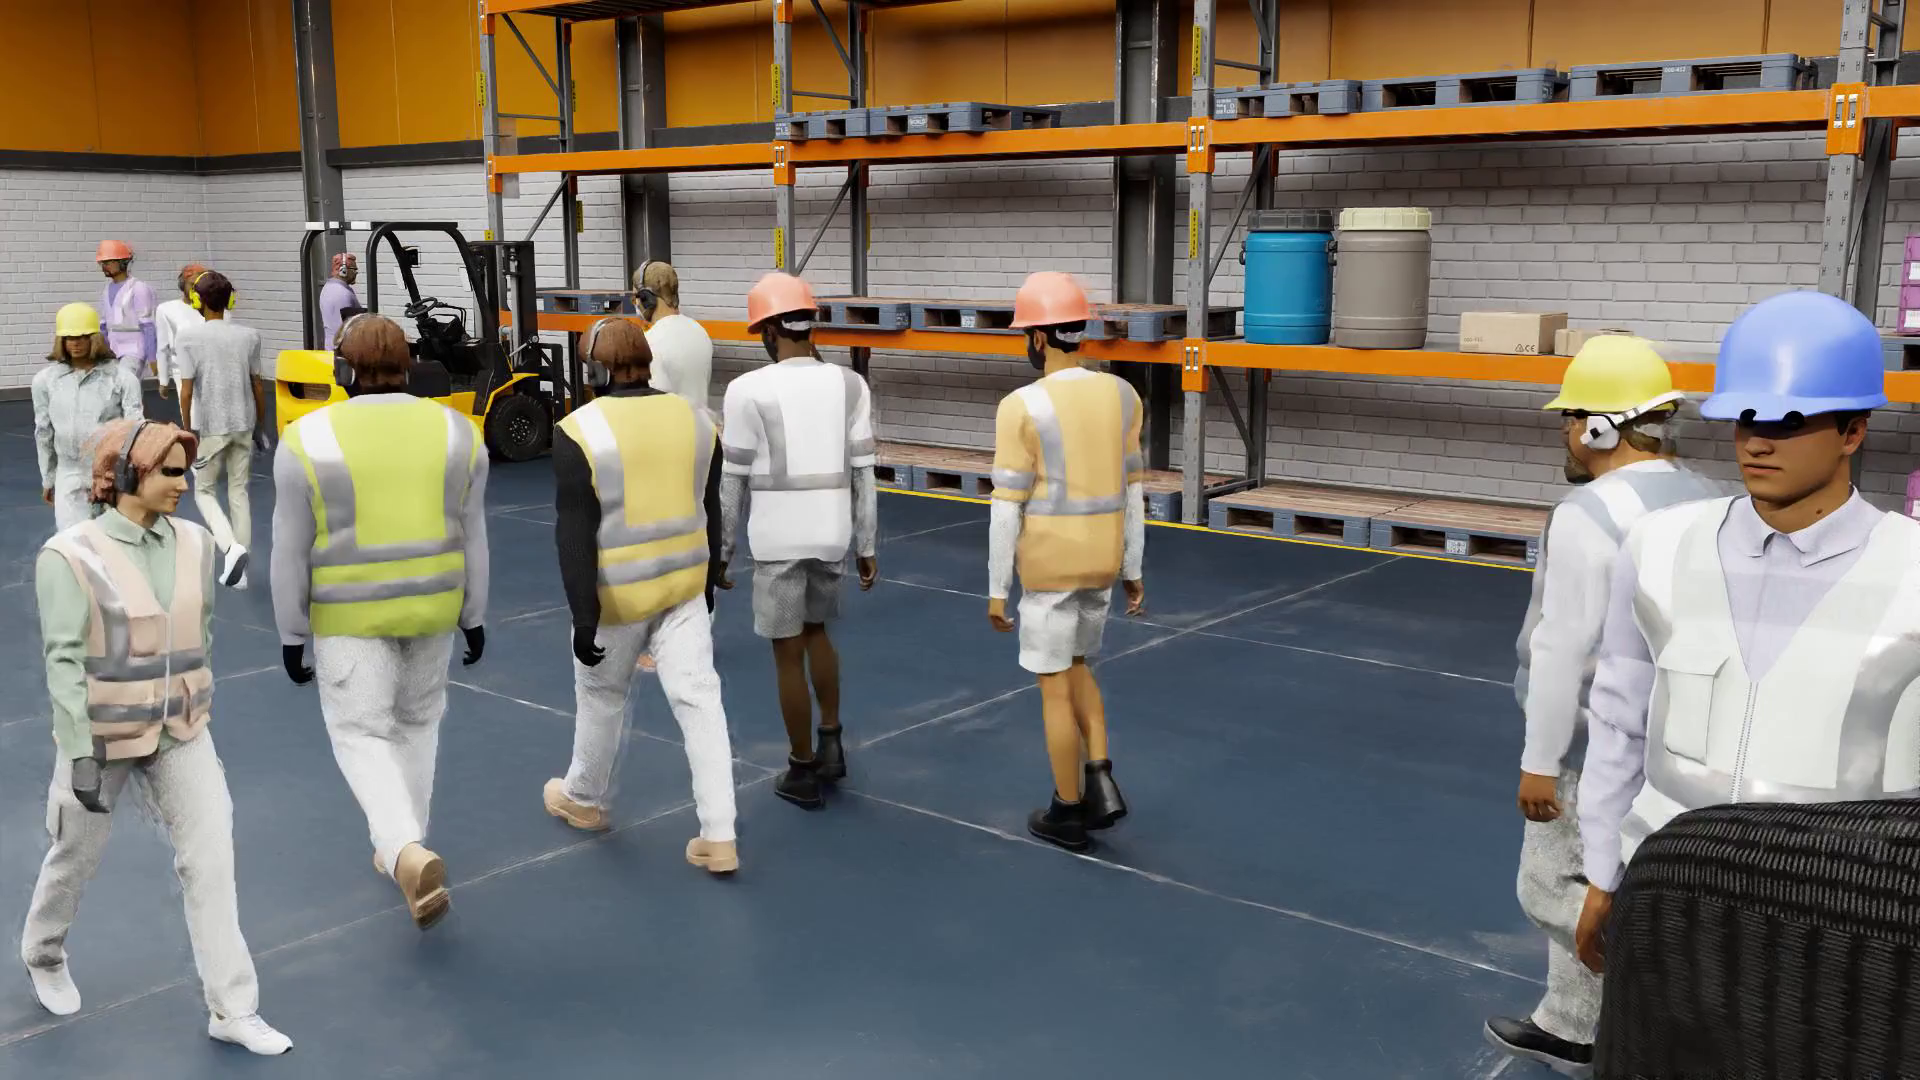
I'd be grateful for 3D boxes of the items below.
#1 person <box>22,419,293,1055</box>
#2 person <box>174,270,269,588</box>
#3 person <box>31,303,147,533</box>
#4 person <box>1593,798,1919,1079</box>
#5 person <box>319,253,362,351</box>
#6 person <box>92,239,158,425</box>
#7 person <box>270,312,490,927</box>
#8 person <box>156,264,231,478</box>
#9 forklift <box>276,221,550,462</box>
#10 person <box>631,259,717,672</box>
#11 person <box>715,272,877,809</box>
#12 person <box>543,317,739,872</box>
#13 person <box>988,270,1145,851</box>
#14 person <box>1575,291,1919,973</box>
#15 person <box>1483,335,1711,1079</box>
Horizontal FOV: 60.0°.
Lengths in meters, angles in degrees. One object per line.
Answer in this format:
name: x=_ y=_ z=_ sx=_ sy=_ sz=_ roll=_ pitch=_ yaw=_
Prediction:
person: x=-2.120 y=0.485 z=4.205 sx=0.868 sy=1.595 sz=0.530 roll=6 pitch=12 yaw=30
person: x=-4.202 y=-0.616 z=9.562 sx=0.518 sy=1.856 sz=0.498 roll=-9 pitch=14 yaw=-42
person: x=-4.249 y=-0.291 z=8.144 sx=0.512 sy=1.701 sz=0.848 roll=-4 pitch=11 yaw=-20
person: x=0.732 y=0.841 z=1.214 sx=0.631 sy=1.964 sz=0.535 roll=7 pitch=12 yaw=35
person: x=-5.790 y=-1.750 z=15.725 sx=0.404 sy=1.900 sz=0.641 roll=-7 pitch=12 yaw=-32
person: x=-7.517 y=-1.664 z=14.886 sx=0.649 sy=2.023 sz=0.598 roll=6 pitch=12 yaw=32
person: x=-1.692 y=0.239 z=4.948 sx=0.631 sy=1.821 sz=0.795 roll=-7 pitch=13 yaw=-35
person: x=-6.275 y=-1.348 z=13.716 sx=0.591 sy=1.825 sz=0.994 roll=-6 pitch=12 yaw=-30
forklift: x=-4.922 y=-1.741 z=14.854 sx=1.214 sy=2.155 sz=2.313 roll=8 pitch=13 yaw=38
person: x=-1.359 y=-0.340 z=7.817 sx=0.376 sy=1.933 sz=0.627 roll=3 pitch=11 yaw=15
person: x=-0.594 y=0.006 z=5.975 sx=0.546 sy=1.903 sz=0.483 roll=-7 pitch=12 yaw=-33
person: x=-1.050 y=0.166 z=5.456 sx=0.649 sy=1.779 sz=1.015 roll=-9 pitch=14 yaw=-41
person: x=0.336 y=0.086 z=5.479 sx=0.579 sy=1.923 sz=0.400 roll=-7 pitch=12 yaw=-34
person: x=1.267 y=0.588 z=2.629 sx=0.406 sy=1.945 sz=0.613 roll=-10 pitch=14 yaw=-43
person: x=1.535 y=0.443 z=3.809 sx=0.599 sy=1.811 sz=0.614 roll=-10 pitch=14 yaw=-43
